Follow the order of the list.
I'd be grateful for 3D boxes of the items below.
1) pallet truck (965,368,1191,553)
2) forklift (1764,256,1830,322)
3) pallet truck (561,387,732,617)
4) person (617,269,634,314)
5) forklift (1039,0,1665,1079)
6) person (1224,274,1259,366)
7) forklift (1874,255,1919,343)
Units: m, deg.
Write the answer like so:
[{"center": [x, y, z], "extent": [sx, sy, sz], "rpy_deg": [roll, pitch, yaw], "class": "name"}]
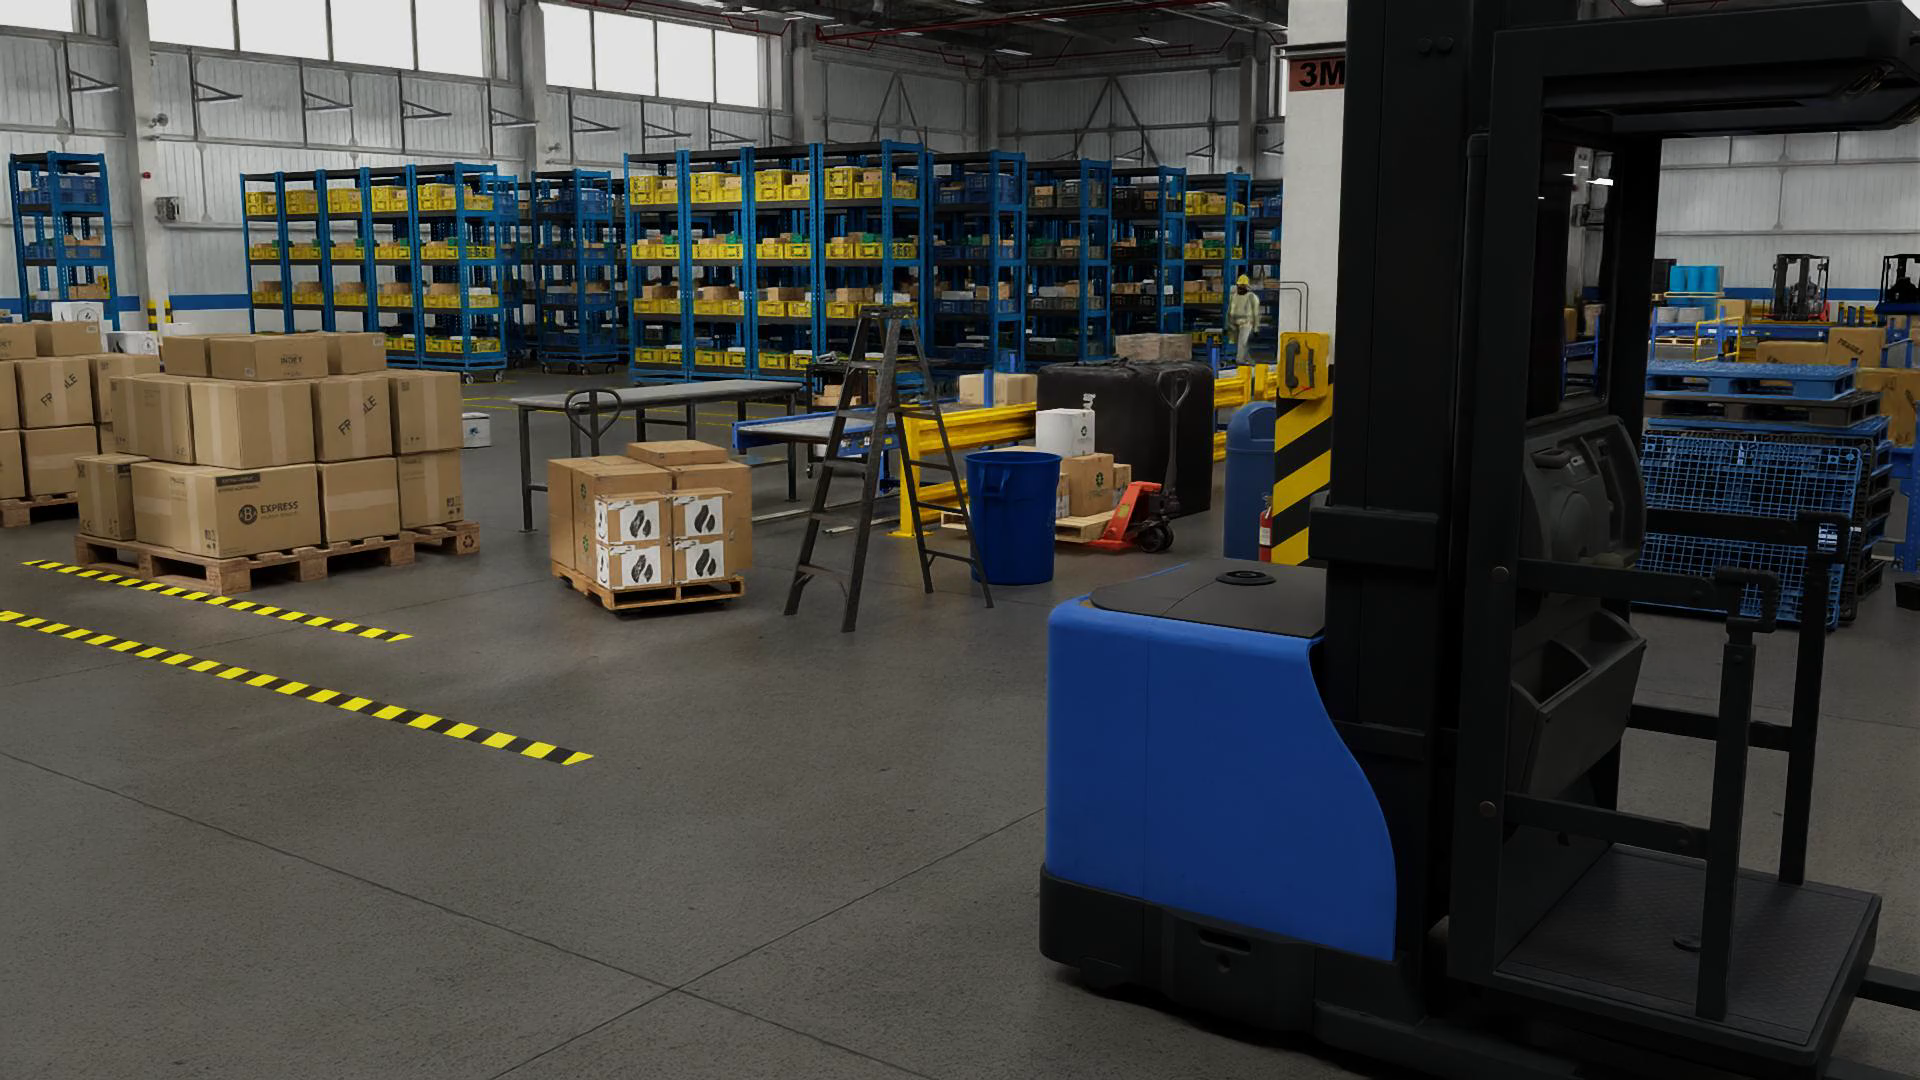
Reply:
[{"center": [0.845, -0.609, 11.869], "extent": [1.630, 1.274, 0.653], "rpy_deg": [7, 12, 35], "class": "pallet truck"}, {"center": [20.253, -5.854, 40.139], "extent": [1.157, 1.987, 2.680], "rpy_deg": [7, 12, 35], "class": "forklift"}, {"center": [-1.981, -0.274, 10.088], "extent": [0.680, 1.201, 1.601], "rpy_deg": [-5, 11, -28], "class": "pallet truck"}, {"center": [-8.129, -5.737, 40.810], "extent": [0.563, 1.837, 0.388], "rpy_deg": [0, 10, -1], "class": "person"}, {"center": [1.249, -0.137, 4.360], "extent": [1.873, 2.768, 1.129], "rpy_deg": [7, 12, 35], "class": "forklift"}, {"center": [4.968, -3.748, 29.101], "extent": [0.866, 1.800, 0.591], "rpy_deg": [-9, 13, -43], "class": "person"}, {"center": [22.089, -5.634, 38.796], "extent": [1.157, 1.987, 2.680], "rpy_deg": [6, 11, 33], "class": "forklift"}]
